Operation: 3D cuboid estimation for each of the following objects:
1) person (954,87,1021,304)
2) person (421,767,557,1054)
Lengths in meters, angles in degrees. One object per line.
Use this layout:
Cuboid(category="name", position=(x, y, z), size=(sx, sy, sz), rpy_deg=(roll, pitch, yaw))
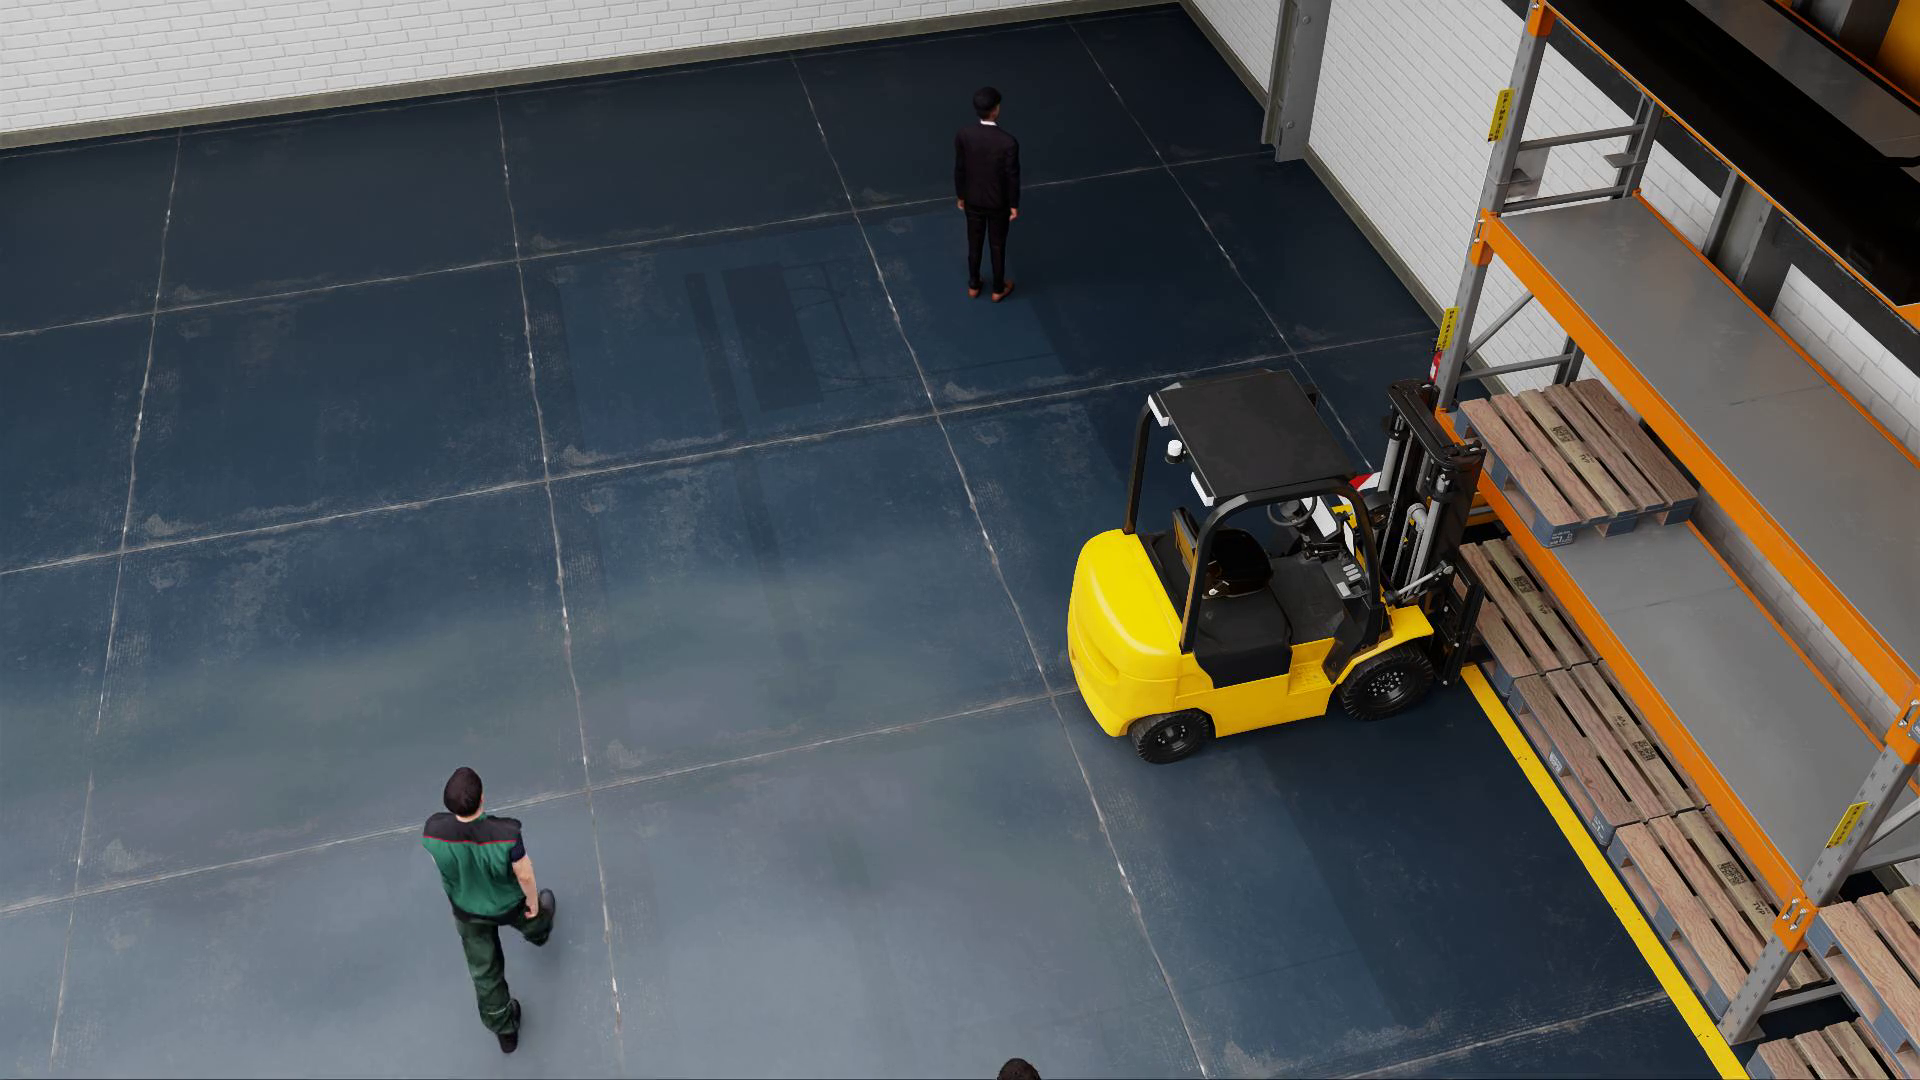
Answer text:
Cuboid(category="person", position=(0.216, -2.776, 13.495), size=(0.773, 1.877, 0.773), rpy_deg=(14, 45, 14))
Cuboid(category="person", position=(-2.439, 1.924, 8.578), size=(0.852, 1.855, 1.243), rpy_deg=(-3, 44, -3))
